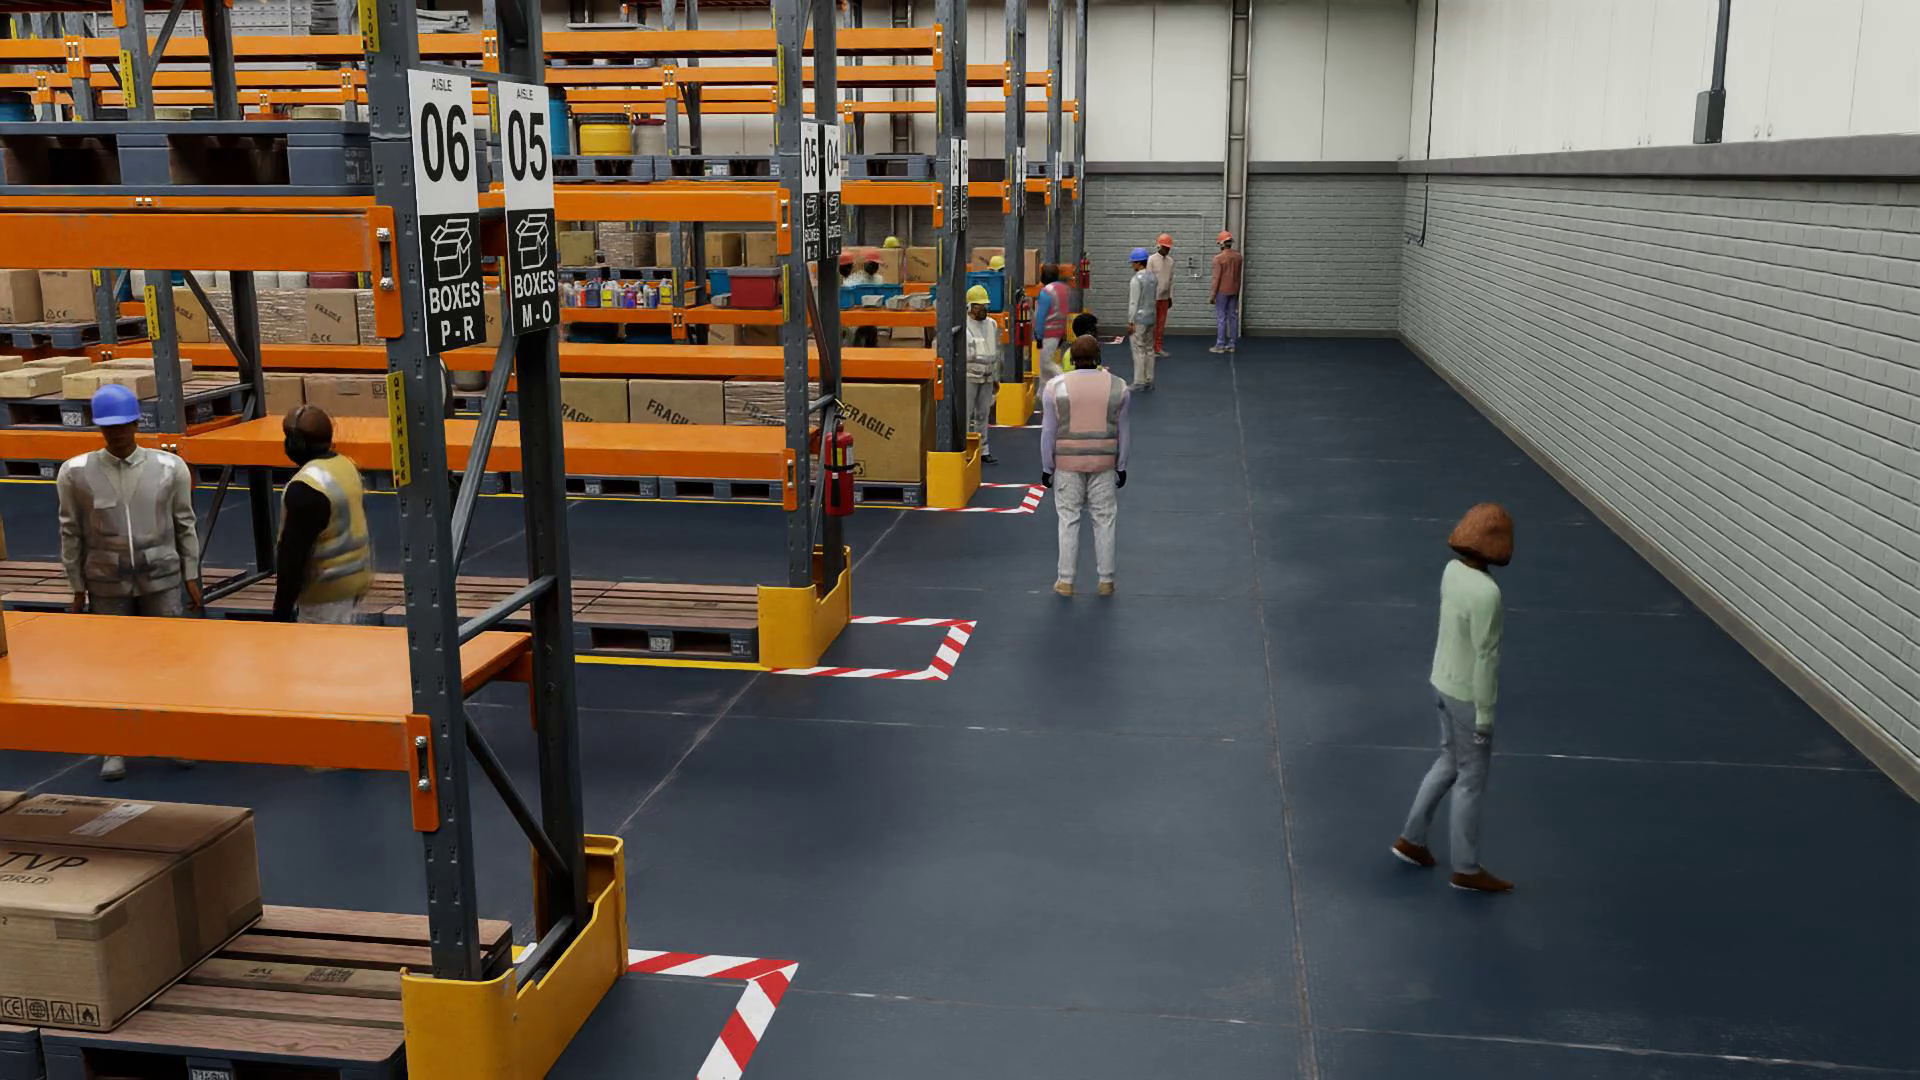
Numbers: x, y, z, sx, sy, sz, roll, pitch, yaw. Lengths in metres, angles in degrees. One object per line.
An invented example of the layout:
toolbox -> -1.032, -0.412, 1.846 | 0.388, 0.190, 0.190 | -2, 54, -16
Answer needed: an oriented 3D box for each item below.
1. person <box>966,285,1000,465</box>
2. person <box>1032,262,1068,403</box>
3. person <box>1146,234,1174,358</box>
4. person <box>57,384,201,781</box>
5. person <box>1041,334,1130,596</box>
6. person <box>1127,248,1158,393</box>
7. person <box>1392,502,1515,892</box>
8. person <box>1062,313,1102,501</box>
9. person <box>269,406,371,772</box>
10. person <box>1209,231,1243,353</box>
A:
person -> 0.170, -1.641, 16.755 | 0.599, 1.832, 0.404 | -11, 16, -40
person -> 1.199, -2.626, 21.239 | 0.718, 1.820, 0.633 | 6, 14, 24
person -> 3.208, -3.900, 26.643 | 0.597, 1.977, 0.435 | -10, 16, -38
person -> -4.058, 0.199, 8.182 | 0.605, 1.948, 0.403 | -6, 14, -27
person -> 0.873, -0.518, 11.669 | 0.627, 1.840, 0.429 | -1, 13, -3
person -> 2.458, -2.976, 22.564 | 0.455, 1.927, 0.634 | 9, 15, 34
person -> 2.093, 0.651, 6.939 | 0.374, 1.655, 0.513 | -1, 13, -3
person -> 1.116, -1.212, 15.125 | 0.319, 1.698, 0.532 | 7, 14, 30
person -> -3.192, 0.255, 8.220 | 0.527, 1.827, 0.676 | -1, 13, -7
person -> 4.375, -4.081, 27.417 | 0.608, 1.987, 0.388 | -9, 15, -34
